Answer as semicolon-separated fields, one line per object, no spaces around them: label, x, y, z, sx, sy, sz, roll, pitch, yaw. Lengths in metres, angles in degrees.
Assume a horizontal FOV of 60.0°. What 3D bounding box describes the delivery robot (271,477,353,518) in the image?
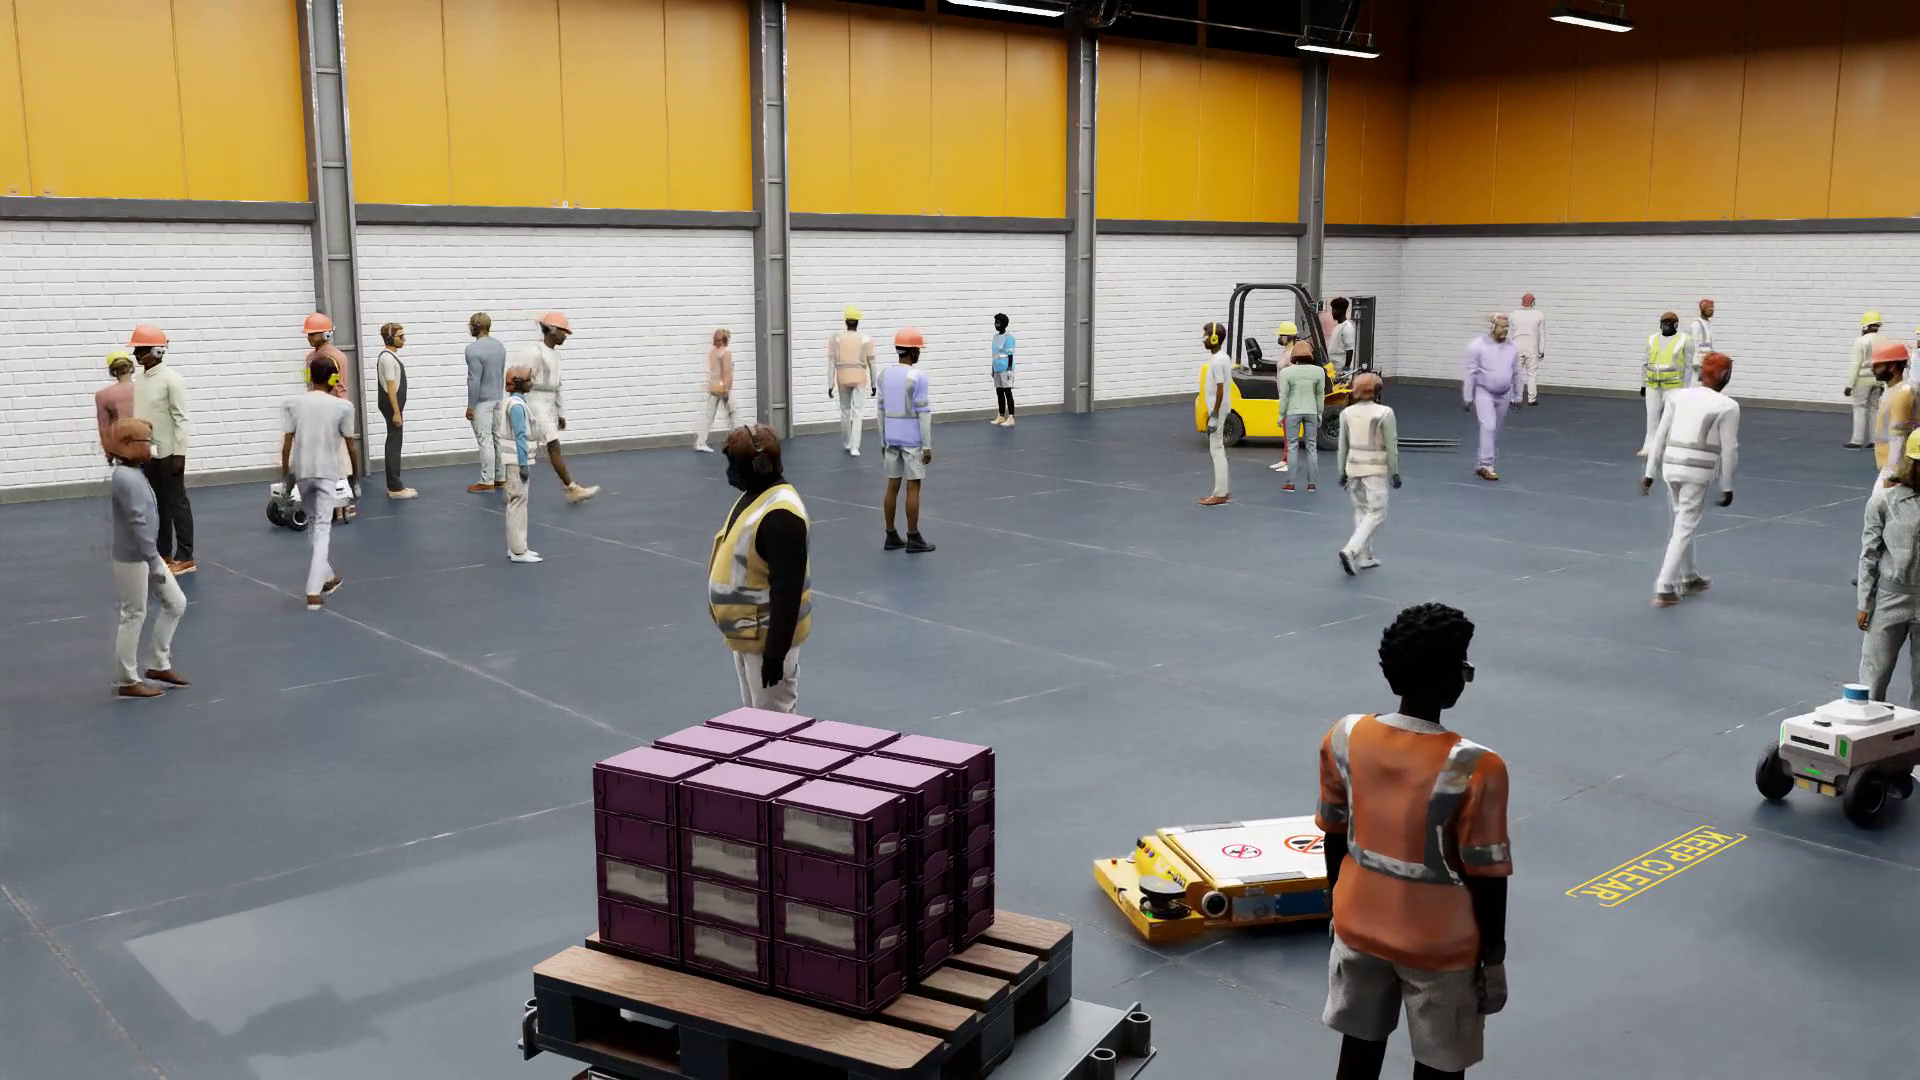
delivery robot;-6.062;-0.444;15.612;0.707;0.478;0.477;-9;13;-42

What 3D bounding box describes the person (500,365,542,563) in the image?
person;-3.655;-0.631;13.808;0.310;1.638;0.522;-3;10;-19

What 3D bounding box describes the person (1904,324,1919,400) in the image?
person;10.891;-1.584;18.820;0.591;1.833;0.403;-5;11;-25

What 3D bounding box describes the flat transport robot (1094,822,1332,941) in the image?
flat transport robot;1.306;1.295;6.531;1.431;0.197;0.652;-2;10;-14

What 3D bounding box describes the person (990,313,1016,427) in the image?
person;0.638;-2.542;24.845;0.319;1.691;0.535;-6;11;-29

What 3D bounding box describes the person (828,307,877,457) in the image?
person;-1.368;-2.029;21.296;0.613;1.874;0.983;0;10;3

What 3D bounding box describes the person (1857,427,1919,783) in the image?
person;4.559;0.318;7.949;0.491;1.743;0.324;3;10;18

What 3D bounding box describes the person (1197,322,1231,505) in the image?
person;2.601;-1.279;16.943;0.310;1.865;0.532;2;10;14

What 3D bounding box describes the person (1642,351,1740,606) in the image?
person;5.400;-0.451;12.158;0.884;1.839;0.640;-5;11;-29

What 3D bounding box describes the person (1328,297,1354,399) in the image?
person;5.349;-2.425;23.365;0.373;1.962;0.605;0;10;-3

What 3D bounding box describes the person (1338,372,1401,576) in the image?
person;3.226;-0.529;13.264;0.701;1.615;0.532;-7;12;-36

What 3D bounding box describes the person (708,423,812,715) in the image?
person;-0.852;0.418;7.094;0.429;1.839;0.621;-3;10;-19

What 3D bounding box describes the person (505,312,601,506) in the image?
person;-4.196;-1.313;16.843;1.028;1.963;0.685;1;10;6

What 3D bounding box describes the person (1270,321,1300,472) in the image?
person;3.847;-1.683;19.595;0.315;1.770;0.523;0;10;1

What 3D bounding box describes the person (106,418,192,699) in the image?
person;-4.641;0.114;9.520;0.508;1.618;0.506;-3;10;-17

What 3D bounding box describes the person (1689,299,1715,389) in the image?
person;11.505;-2.789;25.762;0.622;1.868;0.451;-9;13;-43

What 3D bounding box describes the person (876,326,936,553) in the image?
person;-0.450;-0.859;14.270;0.551;1.934;0.373;8;13;39

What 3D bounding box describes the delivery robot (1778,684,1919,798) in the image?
delivery robot;4.126;0.910;7.683;0.707;0.478;0.477;-6;11;-32

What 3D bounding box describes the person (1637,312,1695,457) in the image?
person;8.841;-1.939;20.878;0.429;1.841;0.633;-9;13;-42

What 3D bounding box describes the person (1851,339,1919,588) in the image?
person;7.129;-0.570;12.650;0.566;1.914;0.589;4;11;24

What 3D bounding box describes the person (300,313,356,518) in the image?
person;-6.149;-1.201;16.140;0.614;1.987;0.407;7;12;37

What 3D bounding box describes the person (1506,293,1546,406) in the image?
person;9.618;-3.233;28.263;0.651;1.907;0.409;5;11;27

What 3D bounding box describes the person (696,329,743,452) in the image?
person;-3.074;-1.931;21.555;0.879;1.585;0.540;-7;12;-37

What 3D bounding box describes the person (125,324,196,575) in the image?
person;-6.380;-0.714;13.249;0.608;1.996;0.379;6;12;32

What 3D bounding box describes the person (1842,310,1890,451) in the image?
person;11.799;-2.066;21.645;0.598;1.832;0.403;-3;10;-19

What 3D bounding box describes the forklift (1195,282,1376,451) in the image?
forklift;4.328;-2.346;22.227;2.313;2.155;1.214;3;10;16

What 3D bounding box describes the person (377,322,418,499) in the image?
person;-5.918;-1.353;17.436;0.343;1.846;0.507;-4;10;-20

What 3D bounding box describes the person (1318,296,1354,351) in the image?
person;6.461;-3.270;28.648;0.666;1.864;0.961;7;12;37

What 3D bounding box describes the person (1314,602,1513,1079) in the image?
person;1.126;0.991;4.138;0.316;1.698;0.540;-8;13;-41

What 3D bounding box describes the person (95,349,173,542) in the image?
person;-7.129;-0.782;14.411;0.590;1.723;0.443;-3;10;-19

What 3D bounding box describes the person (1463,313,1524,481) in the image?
person;6.094;-1.612;18.830;0.669;1.876;0.819;-2;10;-13

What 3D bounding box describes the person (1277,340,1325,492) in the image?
person;3.671;-1.331;17.921;0.498;1.633;0.283;-1;10;-4

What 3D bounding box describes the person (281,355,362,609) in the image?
person;-4.672;-0.440;12.211;0.504;1.798;0.954;-1;10;-3

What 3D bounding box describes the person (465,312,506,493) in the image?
person;-5.107;-1.475;17.876;0.372;1.940;0.630;3;10;15
